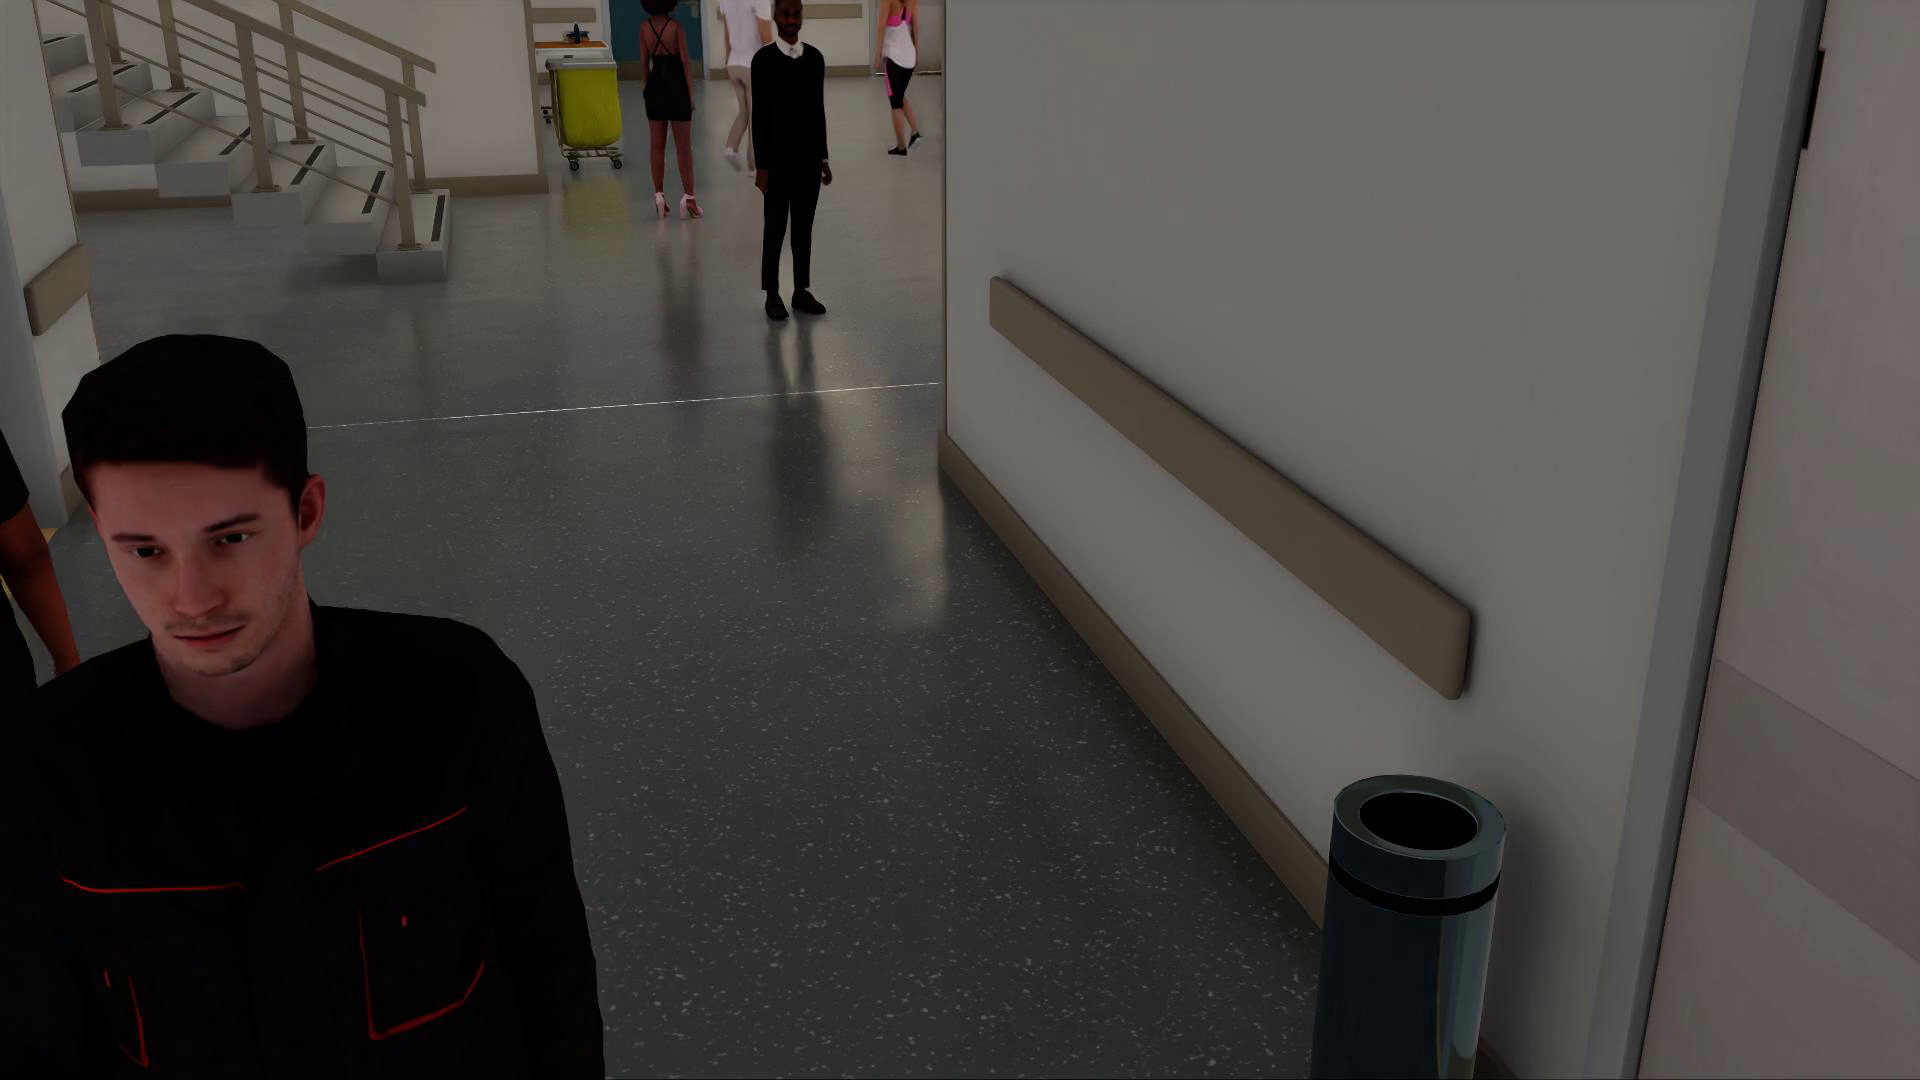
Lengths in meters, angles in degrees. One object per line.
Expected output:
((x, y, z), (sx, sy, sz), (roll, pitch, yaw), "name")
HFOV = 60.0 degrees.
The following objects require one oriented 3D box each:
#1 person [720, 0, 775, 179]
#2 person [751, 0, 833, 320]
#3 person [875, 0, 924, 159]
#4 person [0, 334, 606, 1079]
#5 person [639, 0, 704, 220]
((-1.897, -4.076, 14.402), (0.890, 1.876, 0.956), (15, 26, 35), "person")
((-0.981, -2.202, 9.549), (0.600, 1.807, 0.769), (-14, 25, -33), "person")
((-0.519, -4.477, 15.596), (0.739, 1.779, 0.805), (-18, 27, -40), "person")
((-0.653, 0.711, 1.776), (1.153, 1.867, 0.815), (-7, 22, -17), "person")
((-2.208, -3.332, 12.562), (0.651, 1.787, 0.736), (6, 22, 16), "person")
